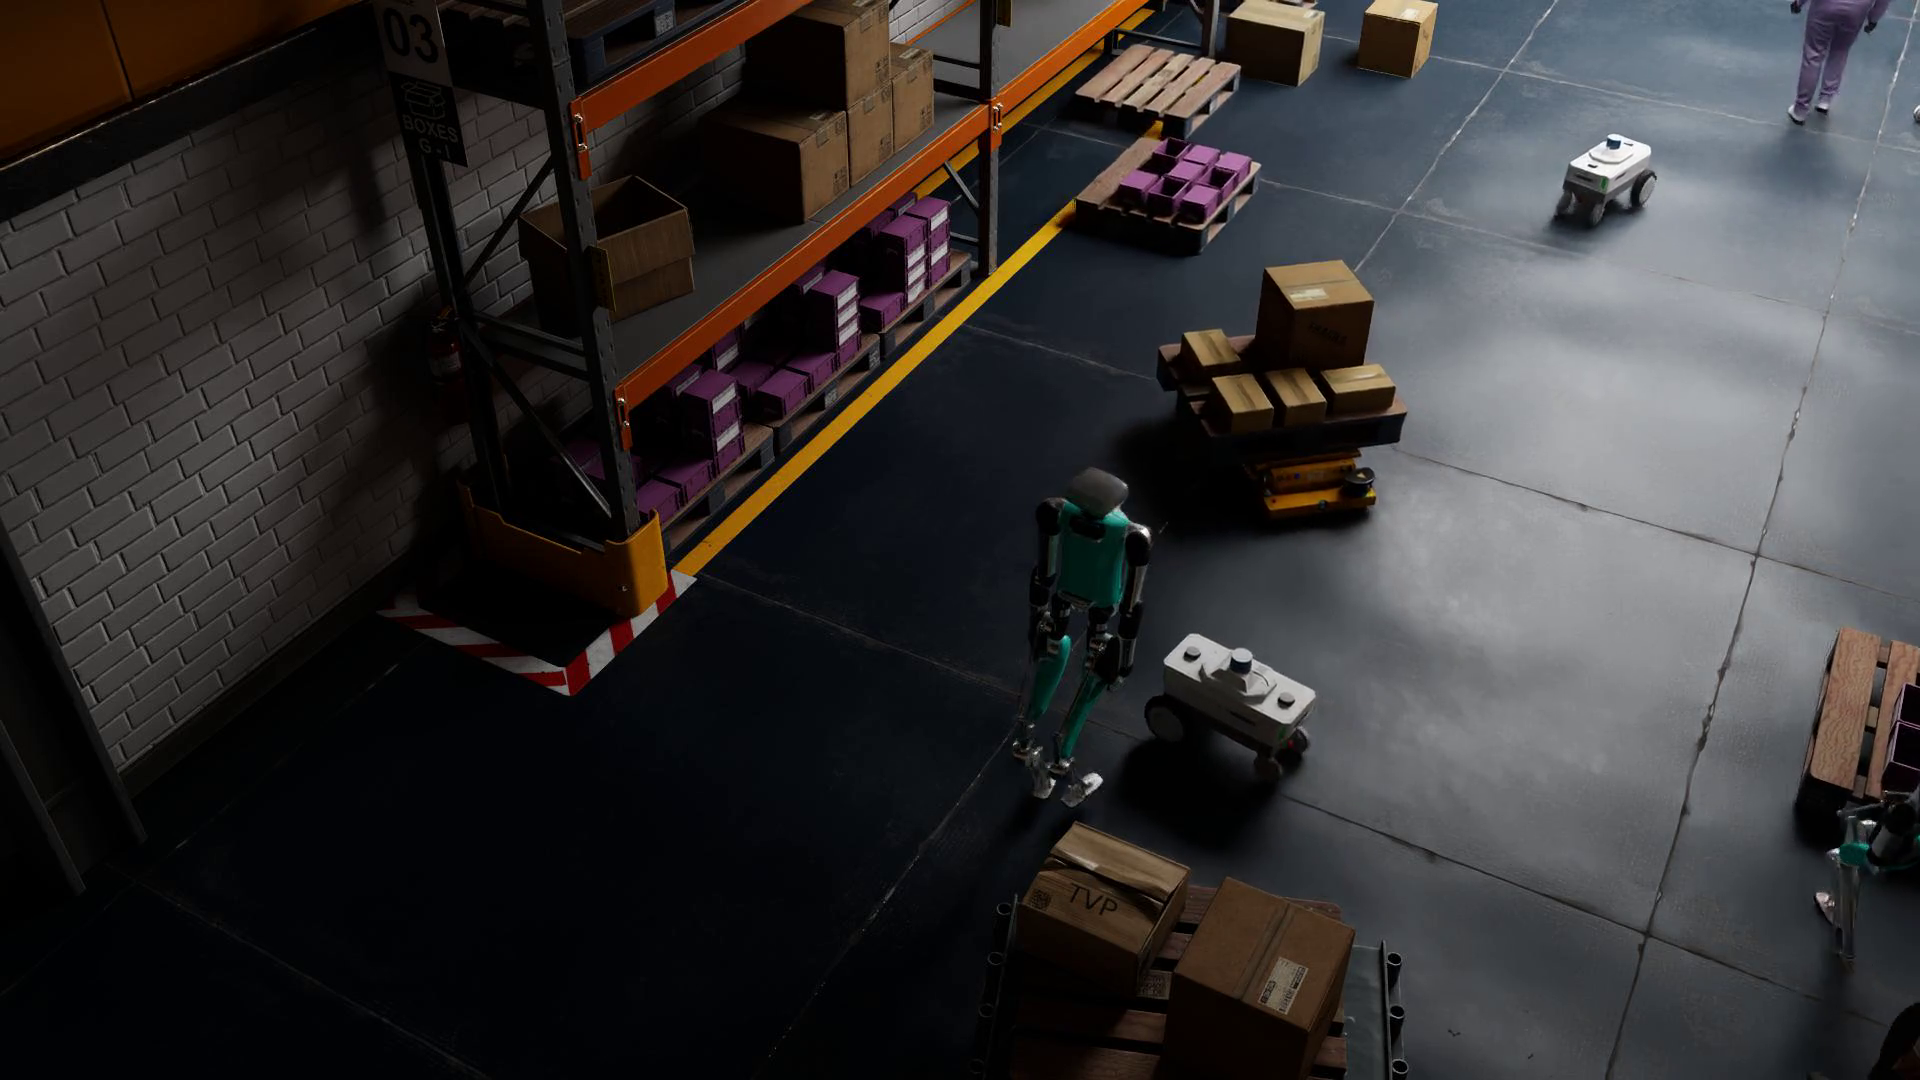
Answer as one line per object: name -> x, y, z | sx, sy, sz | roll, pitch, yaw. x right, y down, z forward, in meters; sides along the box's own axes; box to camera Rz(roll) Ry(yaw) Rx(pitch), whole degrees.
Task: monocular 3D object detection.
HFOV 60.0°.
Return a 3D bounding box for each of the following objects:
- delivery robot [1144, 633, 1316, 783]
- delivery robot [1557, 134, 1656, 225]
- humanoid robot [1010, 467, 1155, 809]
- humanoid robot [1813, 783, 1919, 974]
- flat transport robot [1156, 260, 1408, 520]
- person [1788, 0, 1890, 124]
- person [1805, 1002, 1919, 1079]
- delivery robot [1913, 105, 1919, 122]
delivery robot -> 1.312, 0.772, 8.039 | 0.809, 0.611, 0.499 | 26, 46, 29
delivery robot -> 4.824, -2.736, 12.403 | 0.777, 0.585, 0.499 | -31, 48, -33
humanoid robot -> 0.448, 0.542, 7.275 | 0.531, 1.674, 0.761 | 20, 43, 23
humanoid robot -> 3.794, 1.089, 6.705 | 0.537, 1.780, 0.862 | -4, 39, -6
flat transport robot -> 1.926, -0.649, 10.031 | 0.659, 0.231, 1.431 | -8, 39, -10
person -> 6.998, -4.271, 13.257 | 0.658, 1.892, 0.528 | 9, 39, 11
person -> 3.667, 1.703, 5.922 | 0.741, 1.734, 0.727 | -21, 43, -24
delivery robot -> 8.218, -3.571, 13.458 | 0.802, 0.598, 0.499 | 0, 39, 1
